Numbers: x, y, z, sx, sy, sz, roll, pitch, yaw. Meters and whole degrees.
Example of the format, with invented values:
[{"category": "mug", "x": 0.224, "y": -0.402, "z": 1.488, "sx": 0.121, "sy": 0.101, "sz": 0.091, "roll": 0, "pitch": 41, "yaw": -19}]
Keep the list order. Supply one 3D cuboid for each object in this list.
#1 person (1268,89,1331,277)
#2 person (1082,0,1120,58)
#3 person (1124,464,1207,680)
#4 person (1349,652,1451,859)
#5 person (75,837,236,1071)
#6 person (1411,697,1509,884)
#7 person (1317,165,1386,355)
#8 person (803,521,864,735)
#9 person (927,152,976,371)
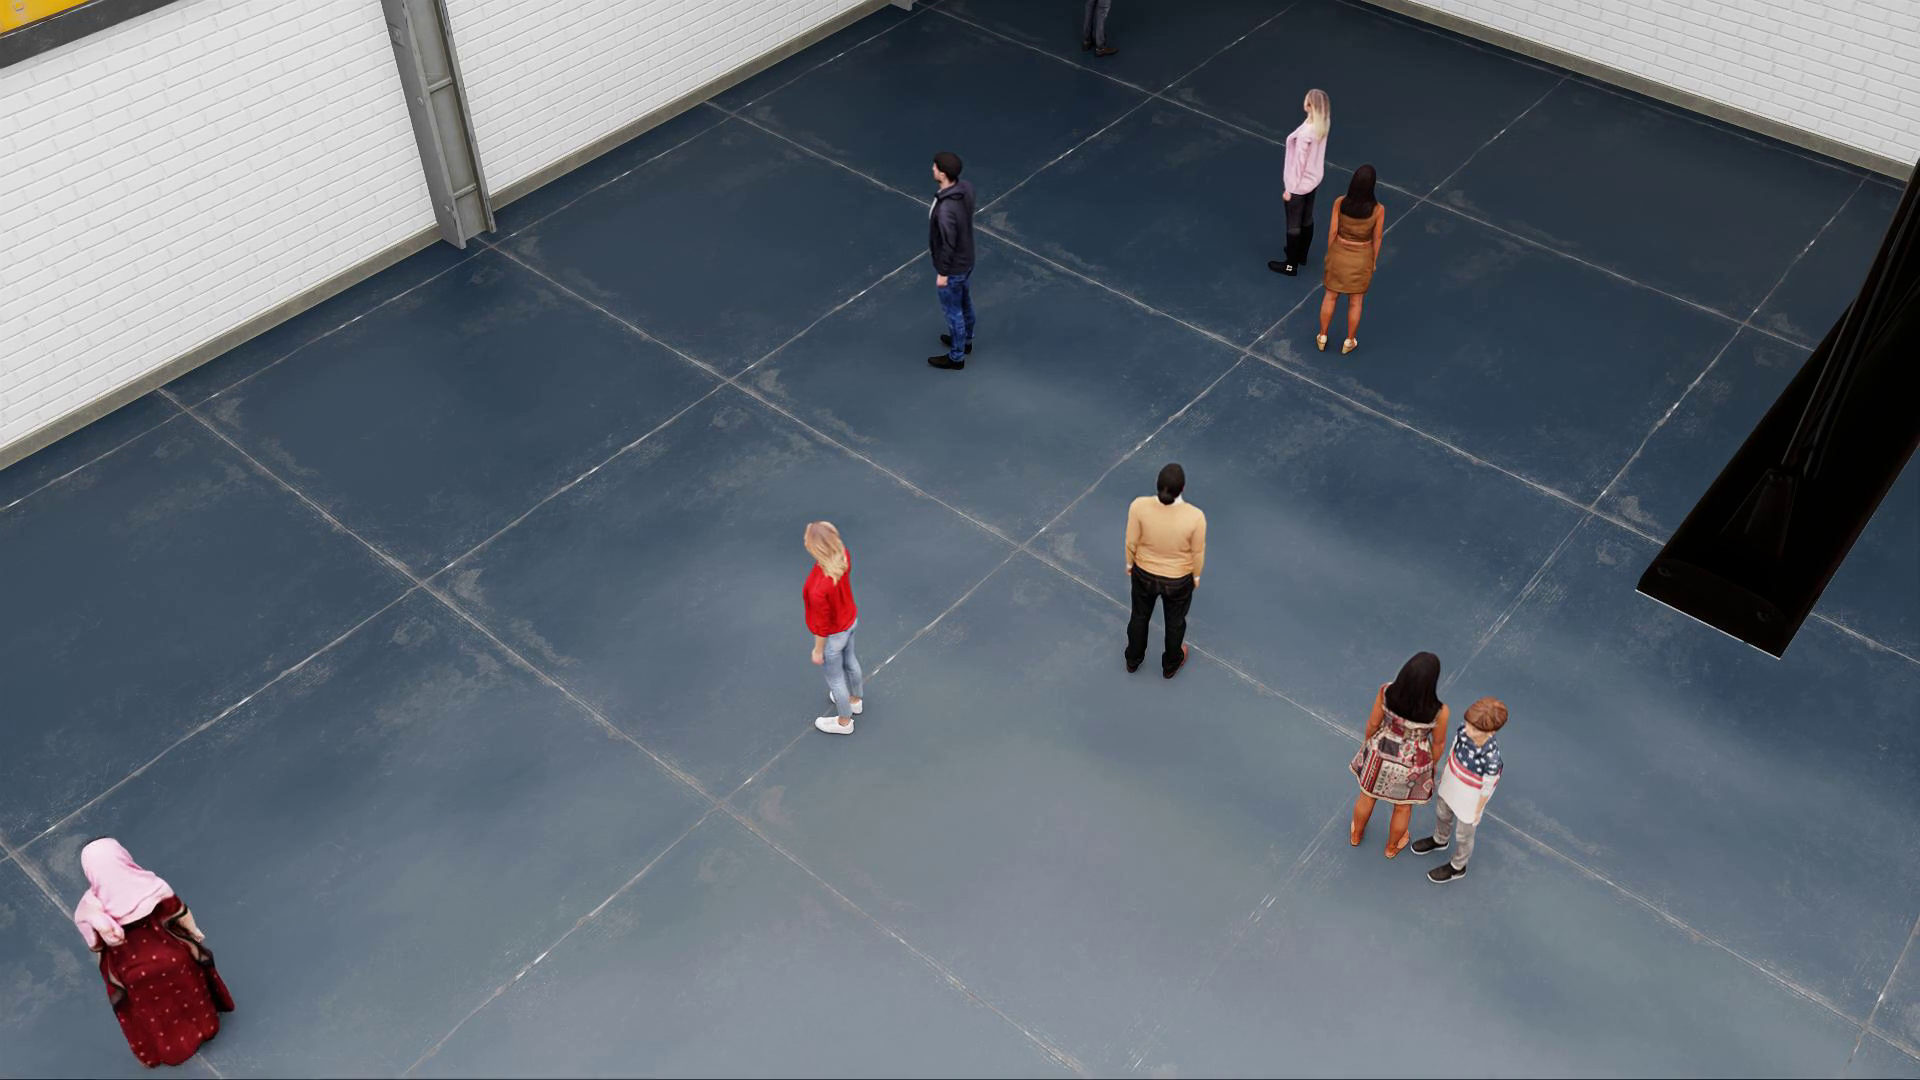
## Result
[{"category": "person", "x": 2.881, "y": -2.998, "z": 13.924, "sx": 0.656, "sy": 1.688, "sz": 0.467, "roll": 29, "pitch": 51, "yaw": 27}, {"category": "person", "x": 1.423, "y": -5.767, "z": 16.764, "sx": 0.628, "sy": 1.780, "sz": 0.699, "roll": -23, "pitch": 48, "yaw": -23}, {"category": "person", "x": 1.282, "y": 0.200, "z": 10.519, "sx": 0.747, "sy": 1.755, "sz": 0.743, "roll": 10, "pitch": 45, "yaw": 11}, {"category": "person", "x": 2.510, "y": 1.229, "z": 9.517, "sx": 0.698, "sy": 1.645, "sz": 0.614, "roll": 19, "pitch": 47, "yaw": 19}, {"category": "person", "x": -4.195, "y": 2.136, "z": 8.587, "sx": 0.720, "sy": 1.616, "sz": 0.872, "roll": -21, "pitch": 48, "yaw": -21}, {"category": "person", "x": 2.885, "y": 1.410, "z": 9.478, "sx": 0.597, "sy": 1.438, "sz": 0.577, "roll": -17, "pitch": 46, "yaw": -17}, {"category": "person", "x": 3.069, "y": -2.198, "z": 13.082, "sx": 0.627, "sy": 1.690, "sz": 0.621, "roll": 13, "pitch": 45, "yaw": 13}, {"category": "person", "x": -0.774, "y": 0.545, "z": 10.194, "sx": 0.744, "sy": 1.702, "sz": 0.573, "roll": 14, "pitch": 45, "yaw": 14}, {"category": "person", "x": -0.042, "y": -2.163, "z": 12.899, "sx": 0.802, "sy": 1.893, "sz": 0.638, "roll": 14, "pitch": 45, "yaw": 14}]
